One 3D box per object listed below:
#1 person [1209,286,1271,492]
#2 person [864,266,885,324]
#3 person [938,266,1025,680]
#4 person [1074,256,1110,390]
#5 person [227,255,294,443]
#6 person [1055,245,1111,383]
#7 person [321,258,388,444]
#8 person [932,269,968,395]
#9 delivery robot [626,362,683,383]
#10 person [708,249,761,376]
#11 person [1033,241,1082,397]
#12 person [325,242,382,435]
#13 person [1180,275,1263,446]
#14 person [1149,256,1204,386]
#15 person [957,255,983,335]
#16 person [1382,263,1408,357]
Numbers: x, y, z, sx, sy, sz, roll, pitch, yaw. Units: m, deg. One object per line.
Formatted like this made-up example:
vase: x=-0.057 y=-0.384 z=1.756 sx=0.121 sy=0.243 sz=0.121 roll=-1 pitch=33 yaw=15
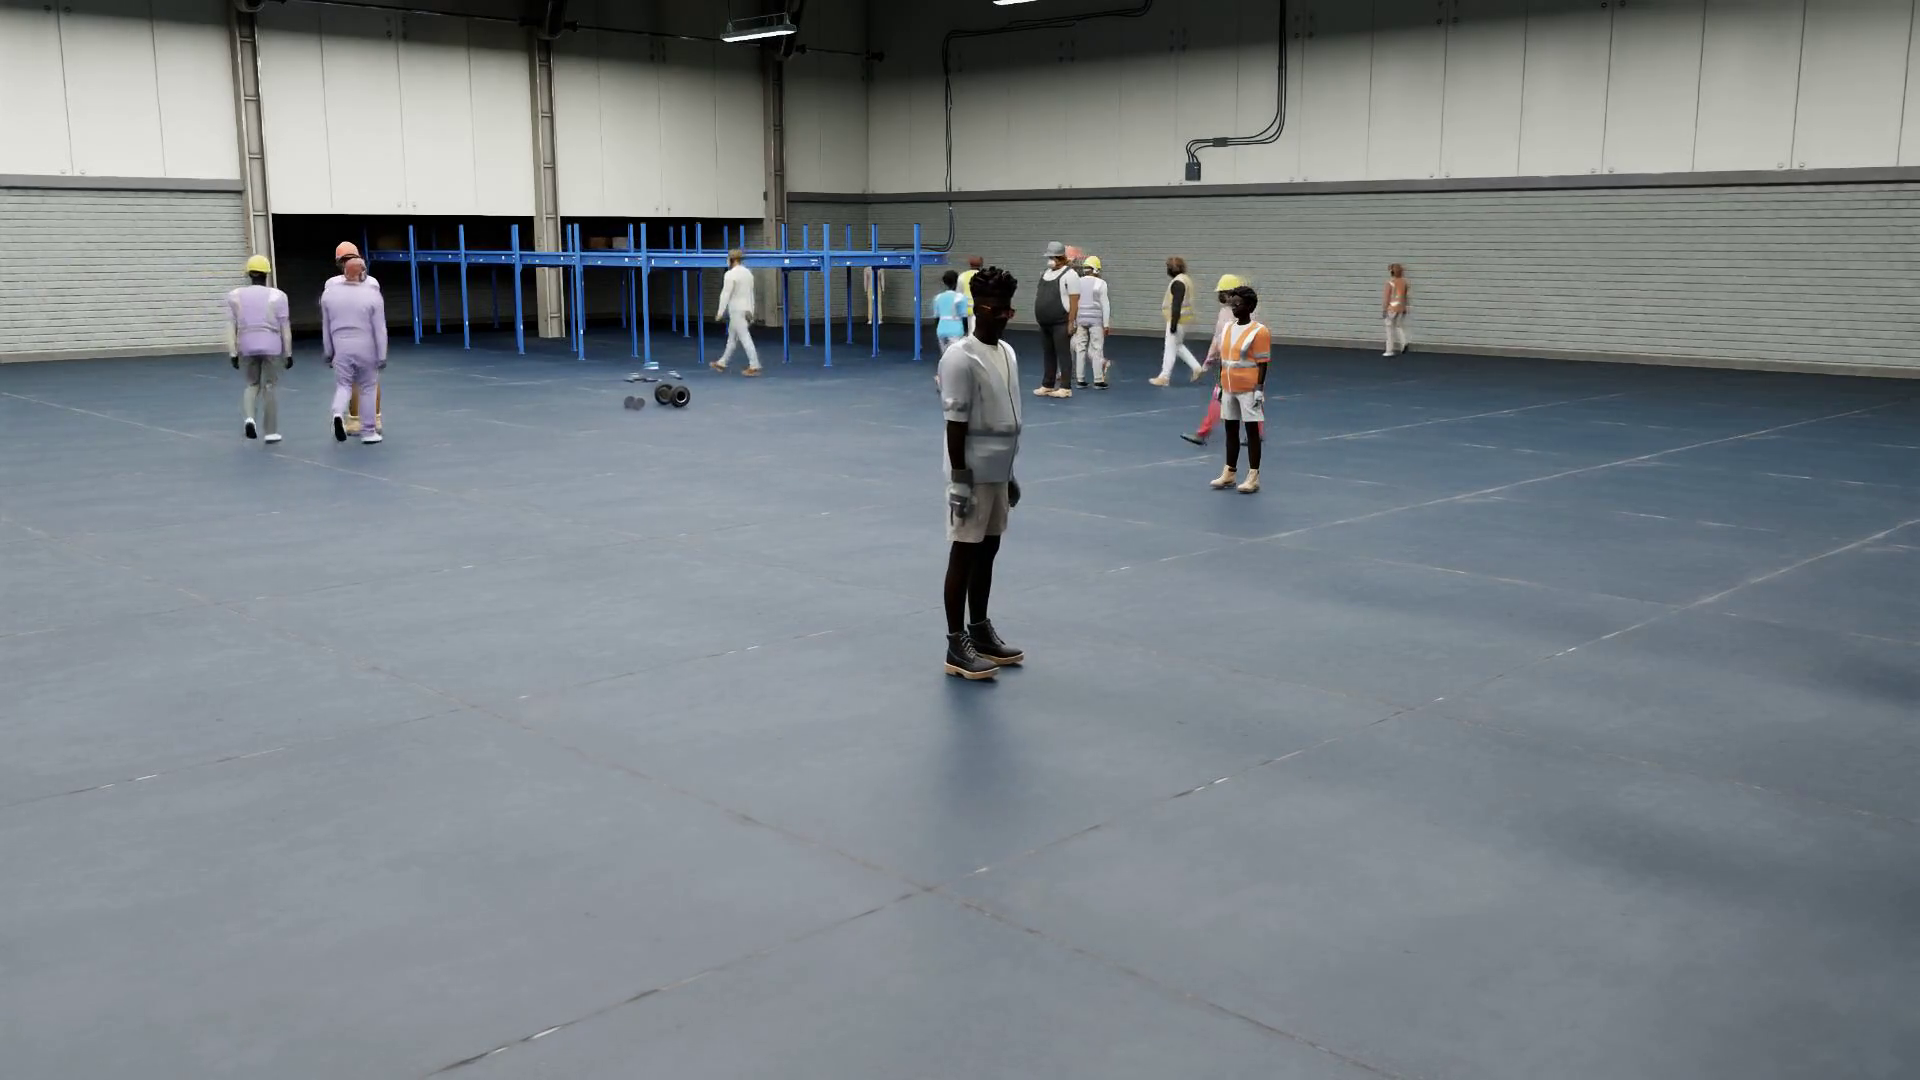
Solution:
person: x=2.333 y=-1.253 z=13.798 sx=0.319 sy=1.697 sz=0.532 roll=-8 pitch=13 yaw=-36
person: x=-2.041 y=-5.968 z=39.683 sx=0.505 sy=1.633 sz=0.279 roll=-1 pitch=10 yaw=-4
person: x=0.113 y=-0.336 z=8.066 sx=0.371 sy=1.963 sz=0.608 roll=5 pitch=12 yaw=27
person: x=1.812 y=-3.000 z=22.988 sx=0.588 sy=1.822 sz=0.403 roll=7 pitch=12 yaw=32
person: x=-7.157 y=-1.954 z=17.044 sx=0.596 sy=1.914 sz=0.444 roll=-1 pitch=10 yaw=-4
person: x=1.717 y=-3.212 z=23.767 sx=0.845 sy=1.967 sz=0.634 roll=1 pitch=10 yaw=4
person: x=-6.117 y=-1.894 z=16.795 sx=0.675 sy=1.888 sz=0.631 roll=0 pitch=10 yaw=1
person: x=-0.169 y=-2.657 z=21.524 sx=0.530 sy=1.673 sz=0.636 roll=8 pitch=13 yaw=37
delivery robot: x=-3.790 y=-2.088 z=20.620 sx=0.698 sy=0.223 sz=0.335 roll=-8 pitch=13 yaw=-36
person: x=-3.433 y=-3.436 z=25.156 sx=1.002 sy=1.886 sz=0.649 roll=4 pitch=11 yaw=22
person: x=1.225 y=-2.883 z=21.866 sx=0.535 sy=2.000 sz=0.709 roll=-9 pitch=13 yaw=-39
person: x=-6.484 y=-2.155 z=17.779 sx=0.390 sy=2.039 sz=0.614 roll=9 pitch=14 yaw=41
person: x=2.677 y=-1.792 z=16.695 sx=0.943 sy=1.715 sz=0.528 roll=-2 pitch=11 yaw=-10
person: x=3.067 y=-3.093 z=23.494 sx=0.687 sy=1.822 sz=0.660 roll=2 pitch=11 yaw=13
person: x=0.258 y=-3.595 z=26.314 sx=0.639 sy=1.797 sz=0.979 roll=5 pitch=12 yaw=26
person: x=7.588 y=-4.008 z=29.013 sx=0.531 sy=1.621 sz=0.398 roll=-6 pitch=12 yaw=-30
